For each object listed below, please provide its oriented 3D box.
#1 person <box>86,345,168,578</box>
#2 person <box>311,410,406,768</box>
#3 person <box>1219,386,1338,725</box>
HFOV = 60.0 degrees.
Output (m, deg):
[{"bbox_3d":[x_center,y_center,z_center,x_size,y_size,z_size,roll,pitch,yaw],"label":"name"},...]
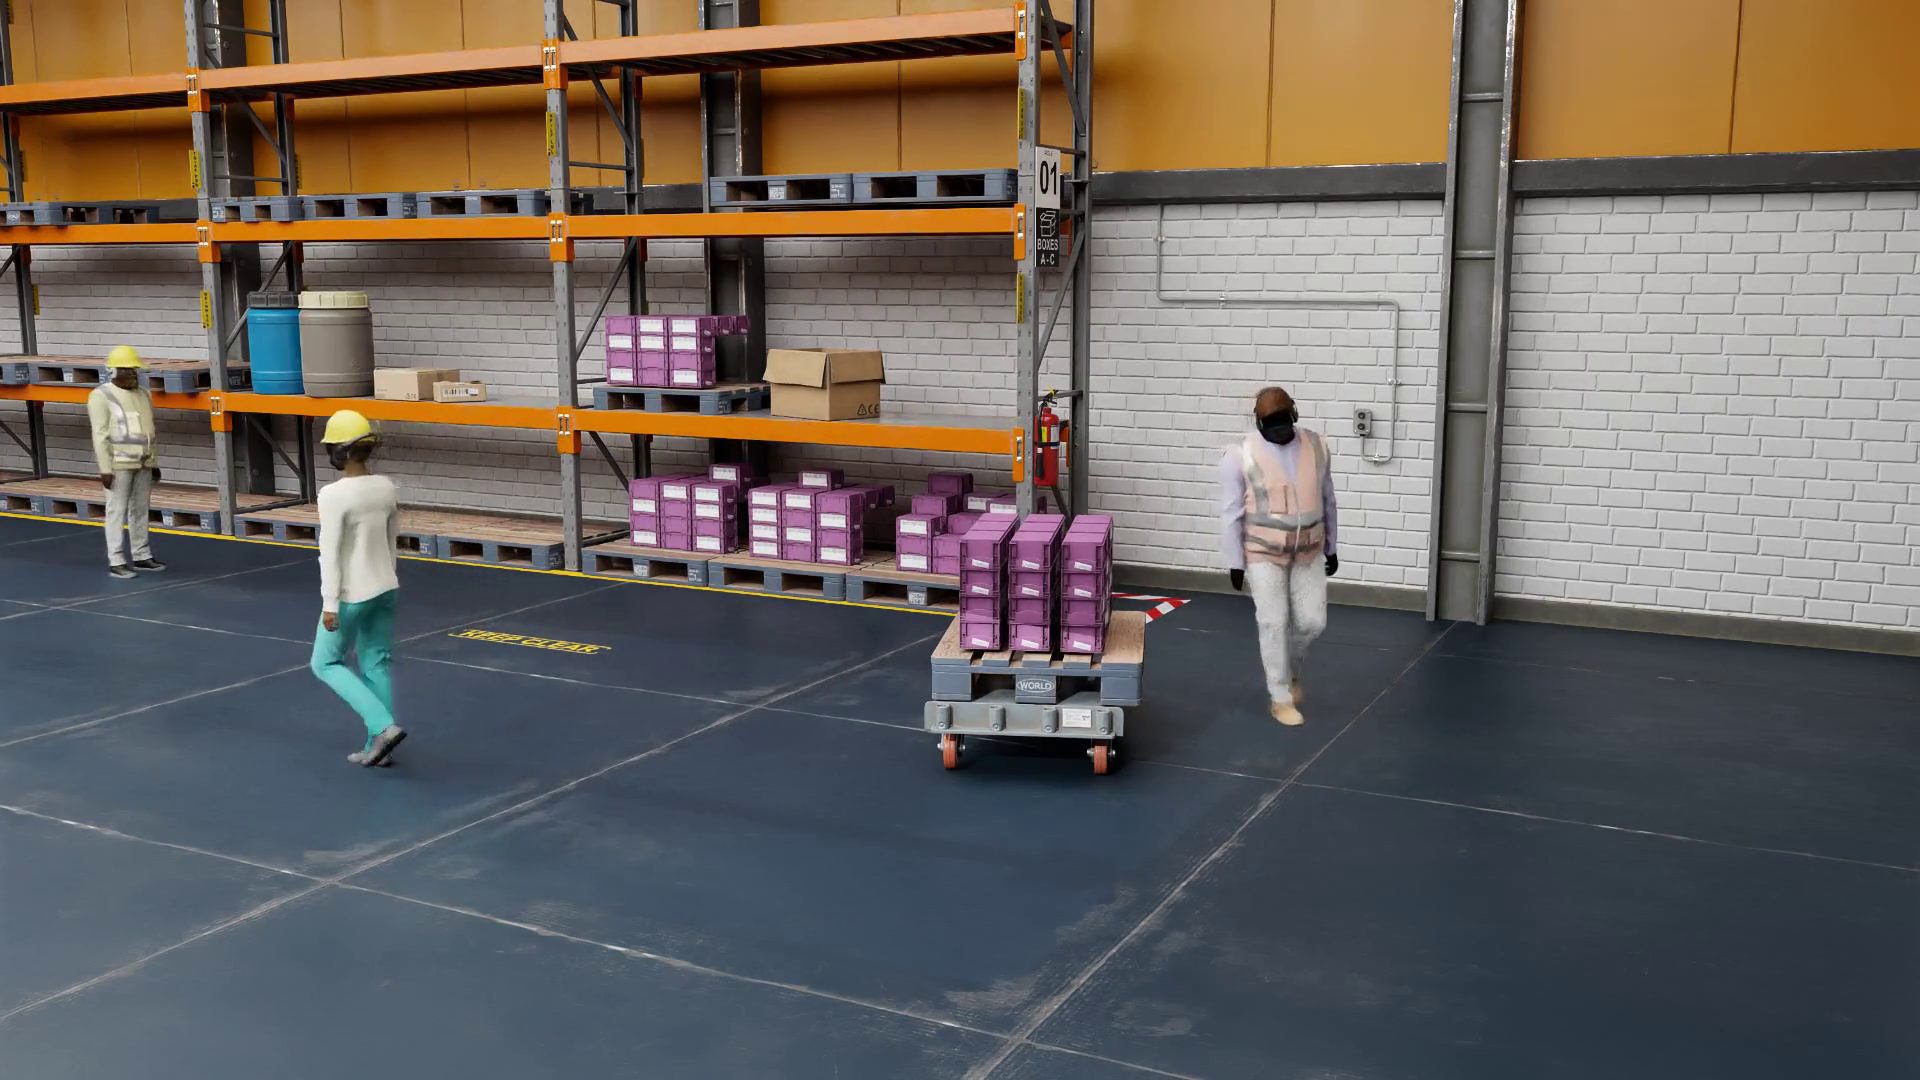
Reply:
[{"bbox_3d":[-6.567,-0.624,13.141,0.404,1.830,0.600,2,10,15],"label":"person"},{"bbox_3d":[-2.883,0.253,7.968,0.387,1.750,0.540,3,10,19],"label":"person"},{"bbox_3d":[1.716,0.082,8.865,0.680,1.807,0.445,-2,9,-13],"label":"person"}]
